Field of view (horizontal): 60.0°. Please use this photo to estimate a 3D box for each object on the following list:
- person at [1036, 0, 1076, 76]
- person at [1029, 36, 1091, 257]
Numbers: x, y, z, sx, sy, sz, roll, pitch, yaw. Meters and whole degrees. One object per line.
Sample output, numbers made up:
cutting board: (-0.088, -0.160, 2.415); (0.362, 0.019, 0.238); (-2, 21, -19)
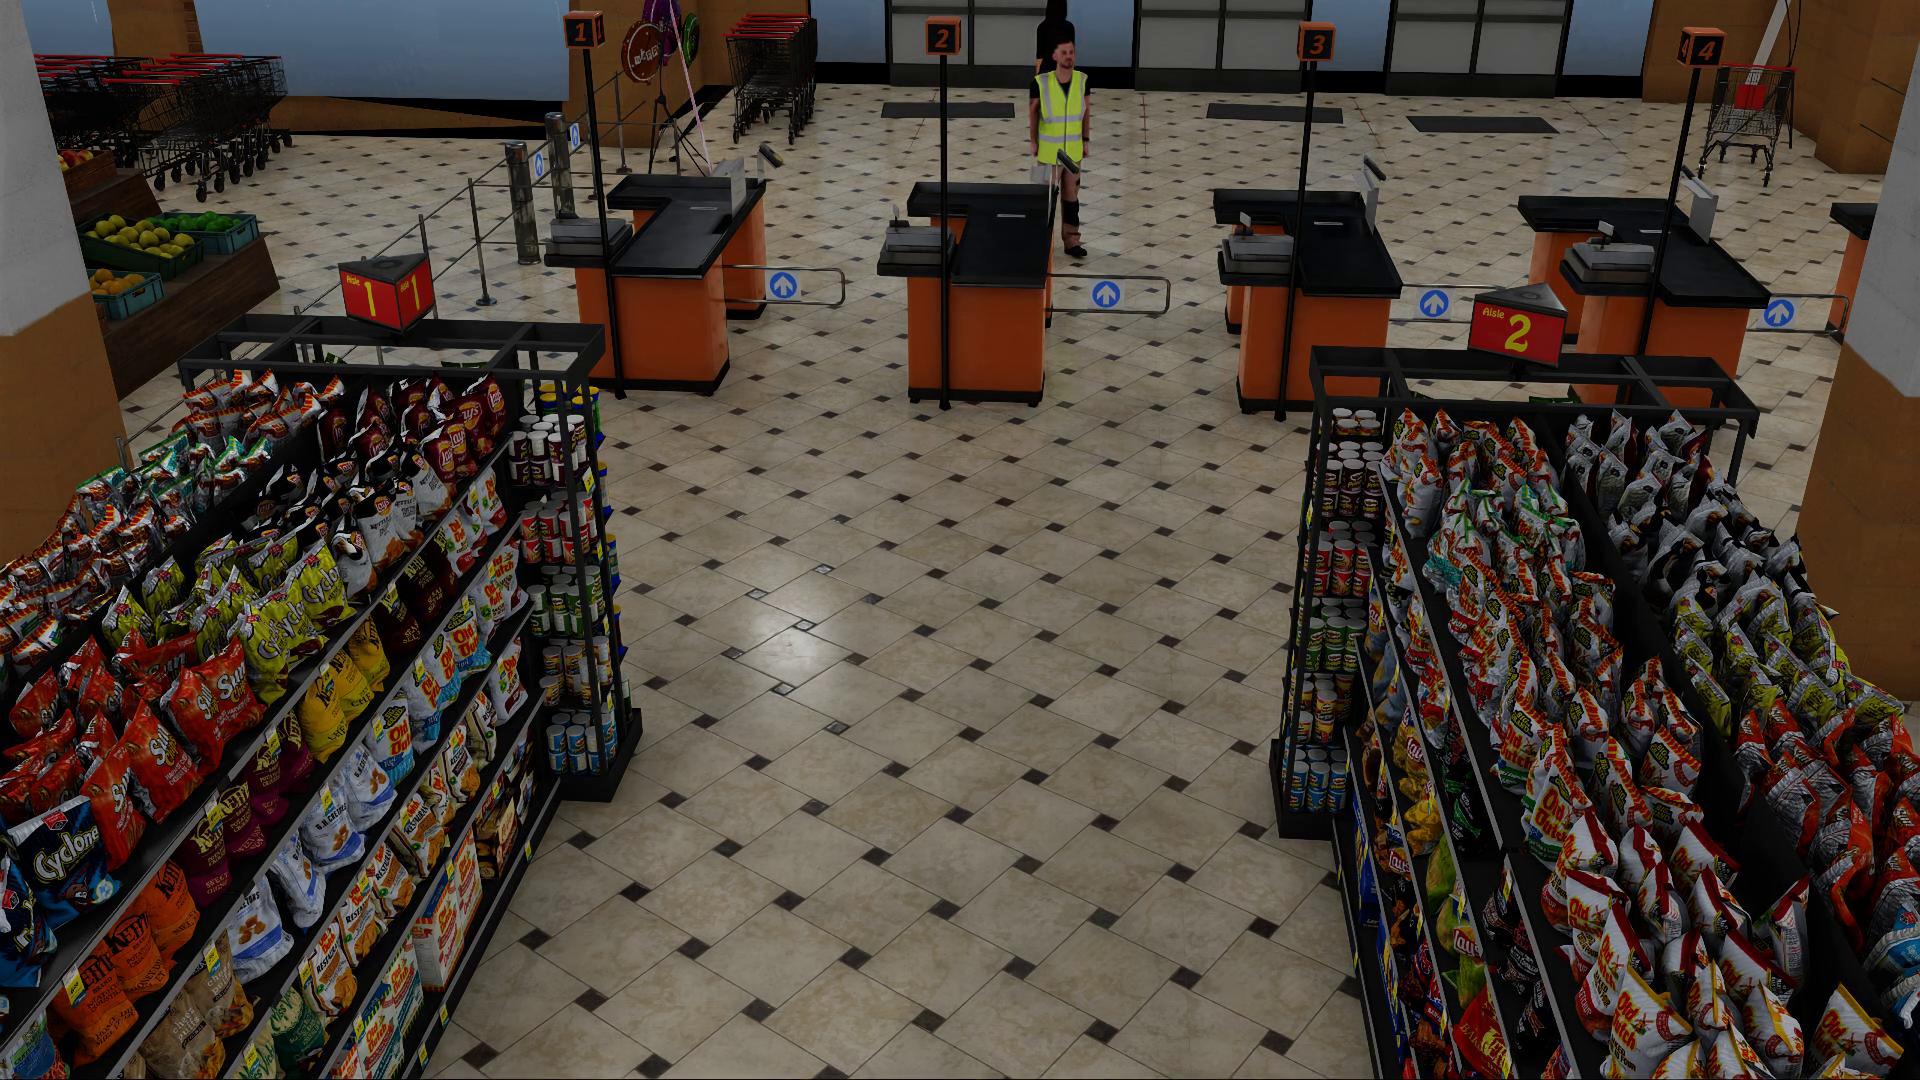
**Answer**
person: (0.979, -4.797, 17.118); (0.596, 1.642, 0.537); (-1, 27, -3)
person: (0.838, -3.268, 13.877); (0.810, 1.847, 0.843); (-8, 28, -15)
